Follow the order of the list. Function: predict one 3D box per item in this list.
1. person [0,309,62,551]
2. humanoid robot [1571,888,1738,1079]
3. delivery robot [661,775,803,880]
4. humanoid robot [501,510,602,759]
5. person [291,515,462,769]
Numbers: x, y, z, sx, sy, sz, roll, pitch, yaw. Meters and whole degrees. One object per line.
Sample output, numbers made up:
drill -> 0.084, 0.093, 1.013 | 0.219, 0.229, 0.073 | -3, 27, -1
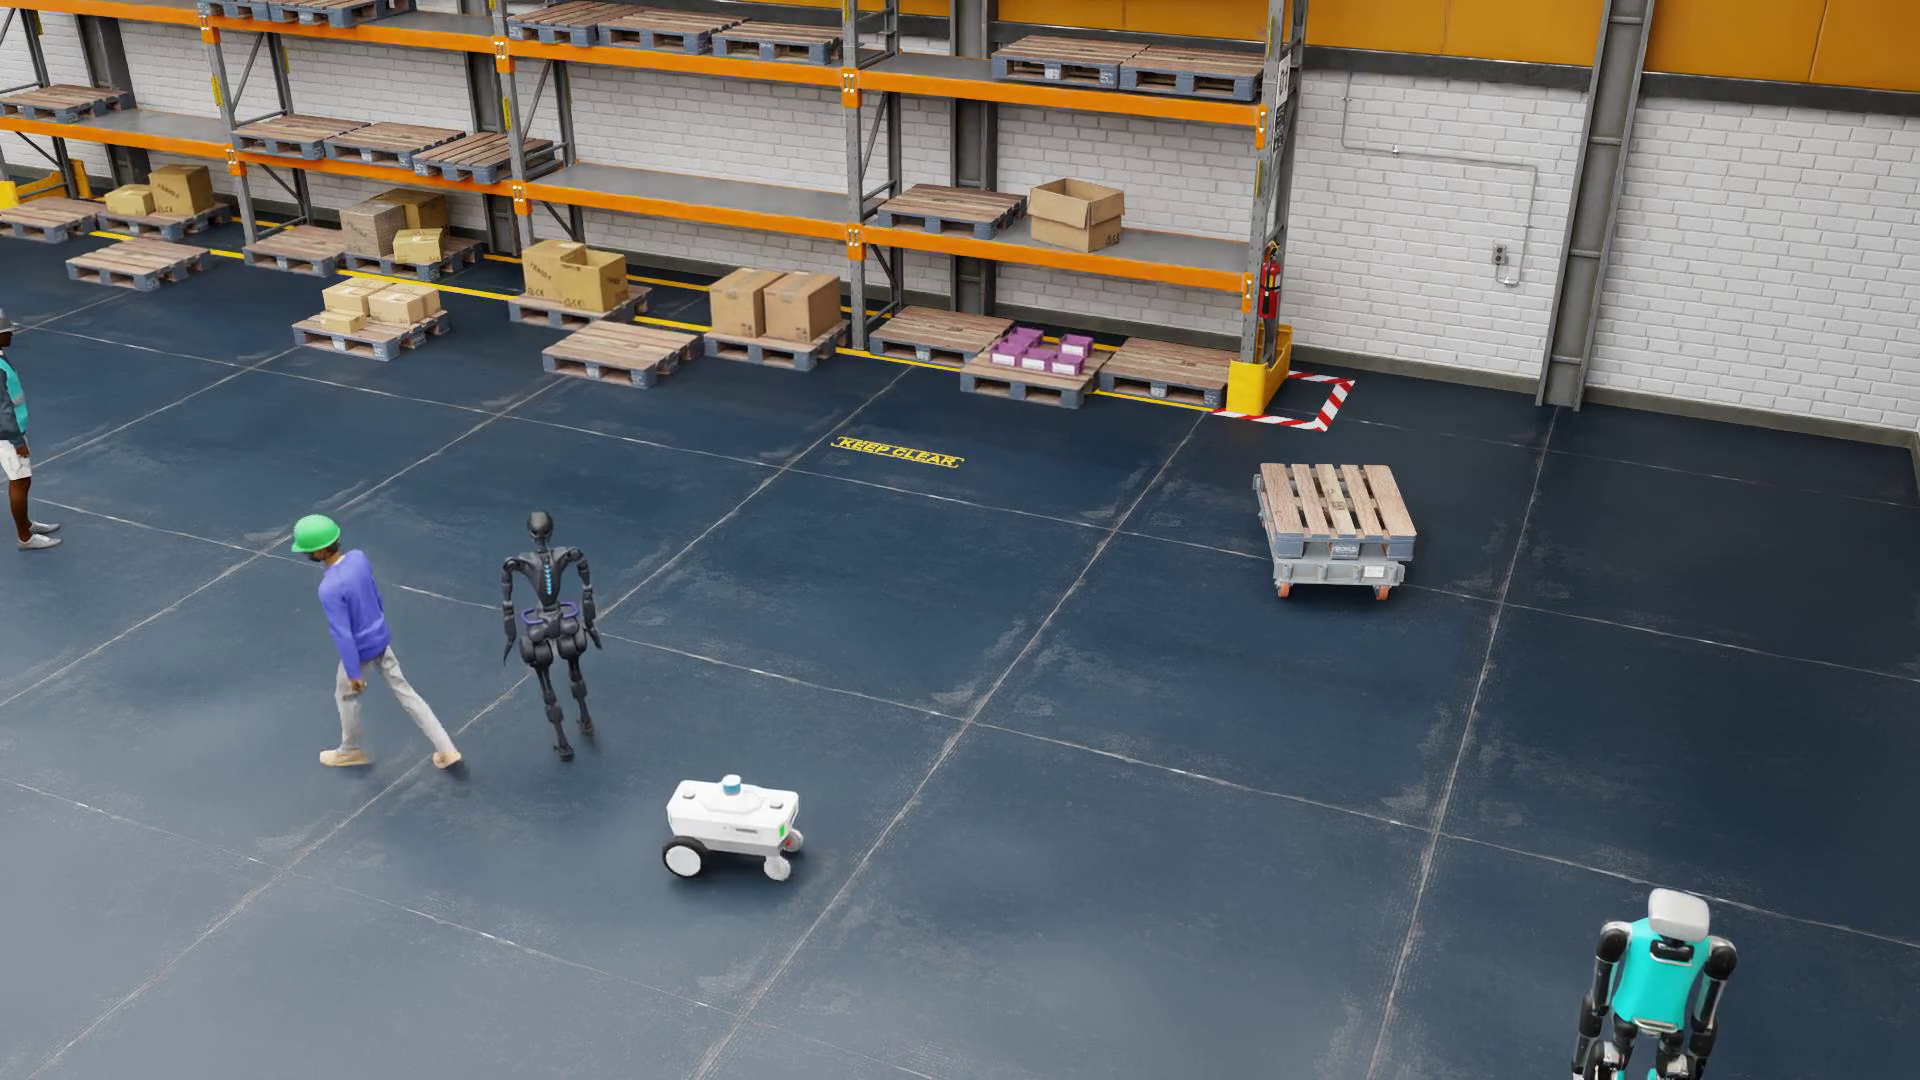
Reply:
person -> -7.296, -0.847, 12.777 | 0.472, 1.924, 0.538 | -14, 30, -25
humanoid robot -> 2.801, 2.382, 6.839 | 0.543, 1.901, 0.761 | 6, 28, 11
delivery robot -> -1.308, 1.619, 9.498 | 0.809, 0.611, 0.499 | 5, 28, 9
humanoid robot -> -2.552, 0.555, 10.321 | 0.609, 1.653, 0.493 | -12, 30, -22
person -> -3.536, 0.637, 10.012 | 0.931, 1.816, 0.554 | 7, 28, 13
